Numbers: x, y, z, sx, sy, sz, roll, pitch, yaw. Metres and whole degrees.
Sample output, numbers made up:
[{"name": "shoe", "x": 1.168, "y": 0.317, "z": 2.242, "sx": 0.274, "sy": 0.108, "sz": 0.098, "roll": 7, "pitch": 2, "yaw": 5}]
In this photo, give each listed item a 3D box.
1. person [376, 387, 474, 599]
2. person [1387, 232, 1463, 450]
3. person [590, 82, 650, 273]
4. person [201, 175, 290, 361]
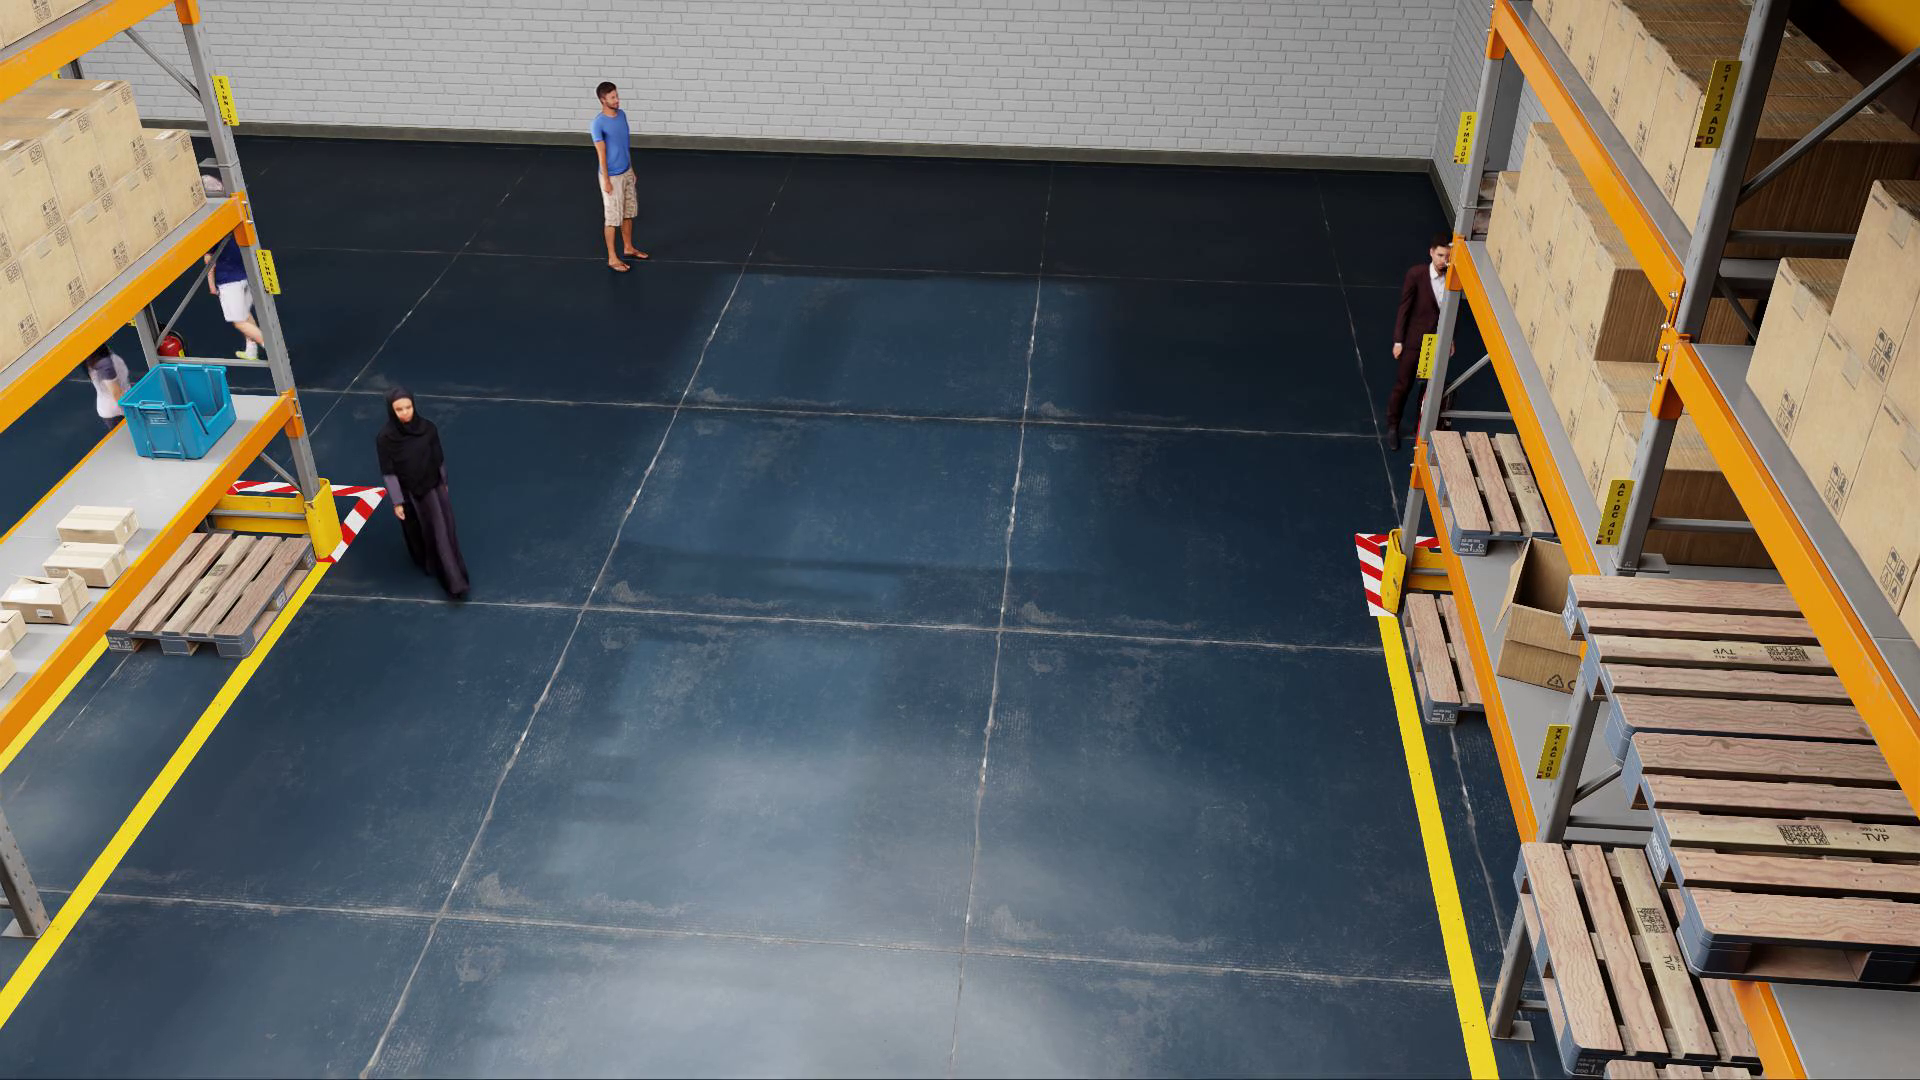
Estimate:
[{"name": "person", "x": -3.885, "y": -0.404, "z": 11.858, "sx": 0.986, "sy": 1.610, "sz": 1.194, "roll": -15, "pitch": 37, "yaw": -22}, {"name": "person", "x": 3.773, "y": -1.626, "z": 13.468, "sx": 0.734, "sy": 1.863, "sz": 0.650, "roll": -4, "pitch": 34, "yaw": -6}, {"name": "person", "x": -3.412, "y": -3.632, "z": 16.487, "sx": 0.779, "sy": 1.863, "sz": 0.628, "roll": 16, "pitch": 37, "yaw": 22}, {"name": "person", "x": -6.243, "y": -2.264, "z": 14.472, "sx": 0.977, "sy": 1.814, "sz": 1.098, "roll": 17, "pitch": 37, "yaw": 24}]
